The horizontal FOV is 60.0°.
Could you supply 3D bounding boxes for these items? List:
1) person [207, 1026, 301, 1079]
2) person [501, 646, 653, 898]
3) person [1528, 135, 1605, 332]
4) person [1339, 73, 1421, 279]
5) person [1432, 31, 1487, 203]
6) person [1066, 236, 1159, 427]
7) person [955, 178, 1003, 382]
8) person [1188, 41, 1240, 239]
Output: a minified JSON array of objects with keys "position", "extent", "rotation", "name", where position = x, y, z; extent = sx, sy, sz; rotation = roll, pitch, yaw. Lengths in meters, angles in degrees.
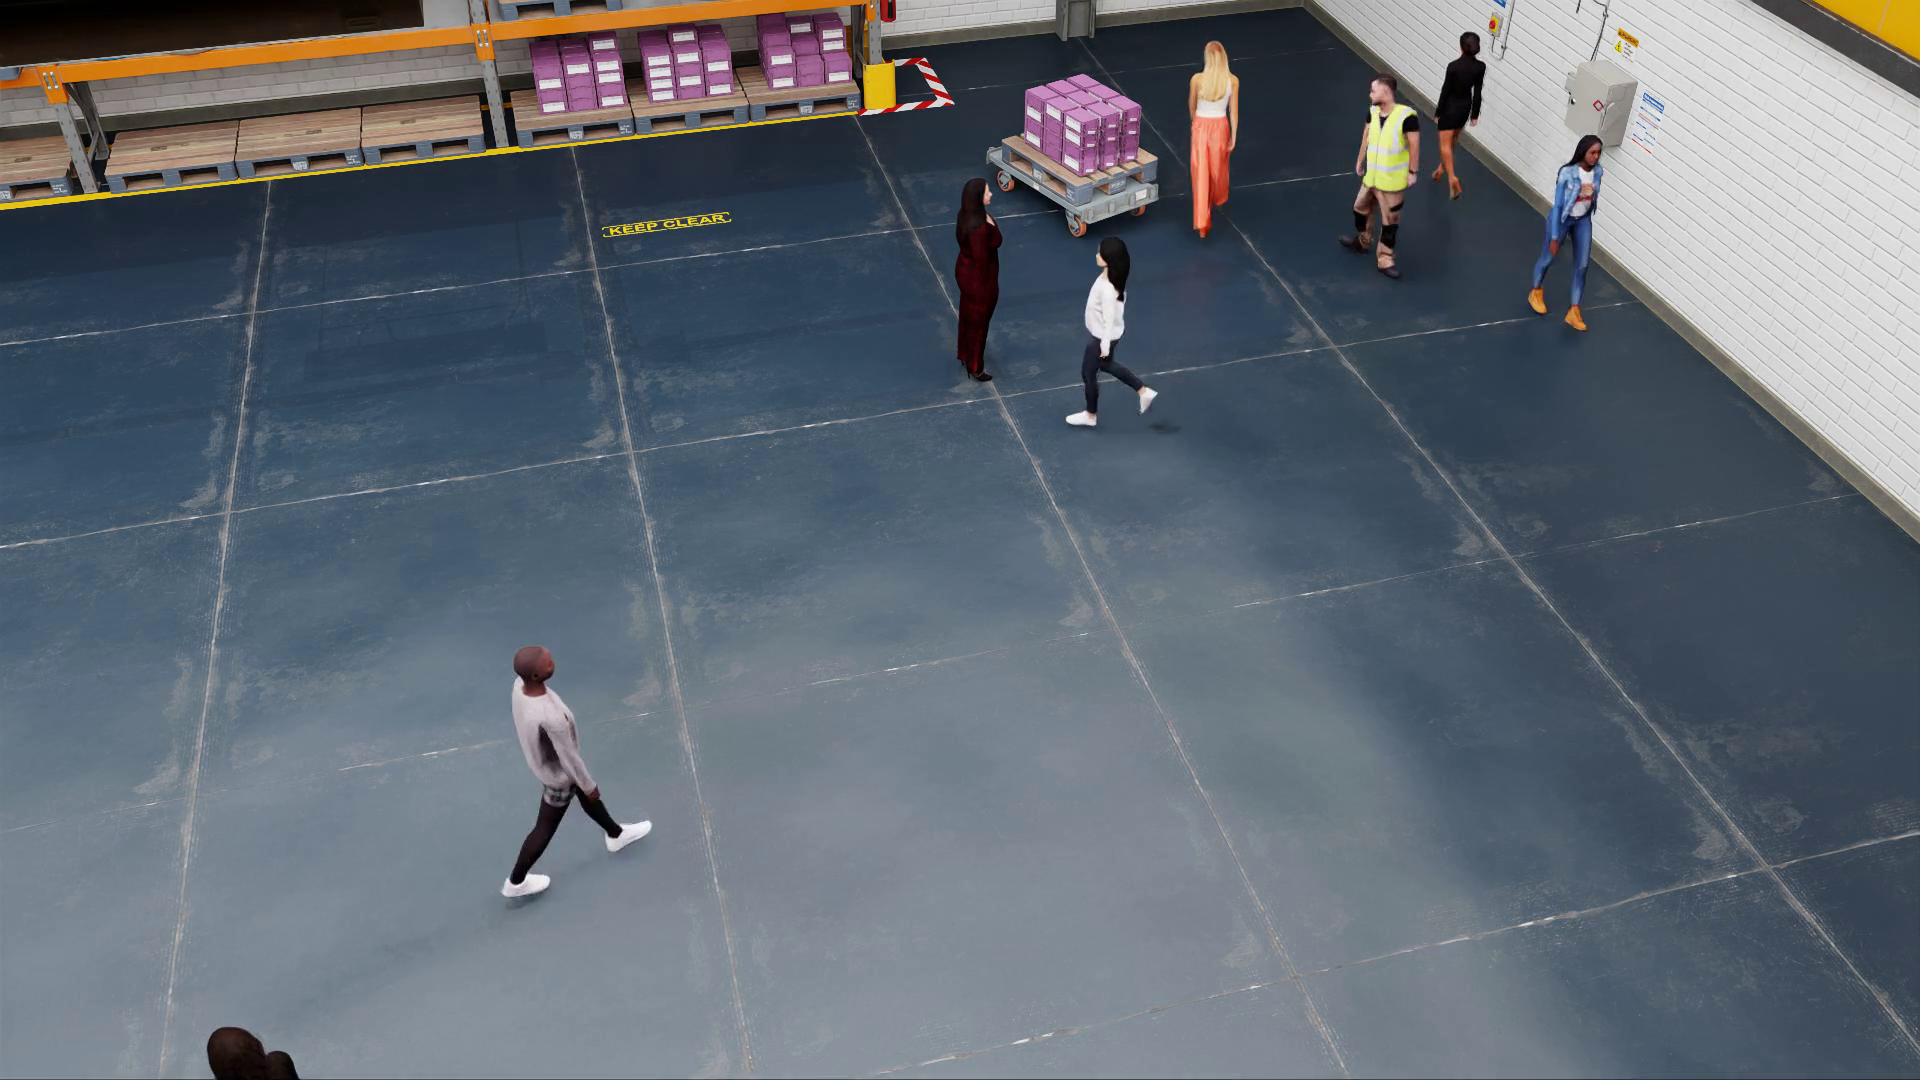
[{"position":[-3.031,2.727,7.465],"extent":[0.692,1.640,0.666],"rotation":[13,40,16],"name":"person"},{"position":[-2.315,1.309,9.168],"extent":[1.251,1.730,0.903],"rotation":[-23,44,-26],"name":"person"},{"position":[5.128,-2.699,14.217],"extent":[0.871,1.691,0.692],"rotation":[-7,39,-9],"name":"person"},{"position":[3.840,-3.228,14.789],"extent":[1.035,1.806,0.935],"rotation":[23,44,26],"name":"person"},{"position":[4.771,-4.022,15.940],"extent":[0.982,1.610,0.690],"rotation":[-6,39,-8],"name":"person"},{"position":[1.208,-1.575,12.818],"extent":[1.038,1.682,0.884],"rotation":[9,40,11],"name":"person"},{"position":[0.121,-2.112,13.429],"extent":[0.583,1.758,0.654],"rotation":[-8,39,-10],"name":"person"},{"position":[2.286,-3.663,15.385],"extent":[1.264,1.741,1.007],"rotation":[6,39,8],"name":"person"}]
